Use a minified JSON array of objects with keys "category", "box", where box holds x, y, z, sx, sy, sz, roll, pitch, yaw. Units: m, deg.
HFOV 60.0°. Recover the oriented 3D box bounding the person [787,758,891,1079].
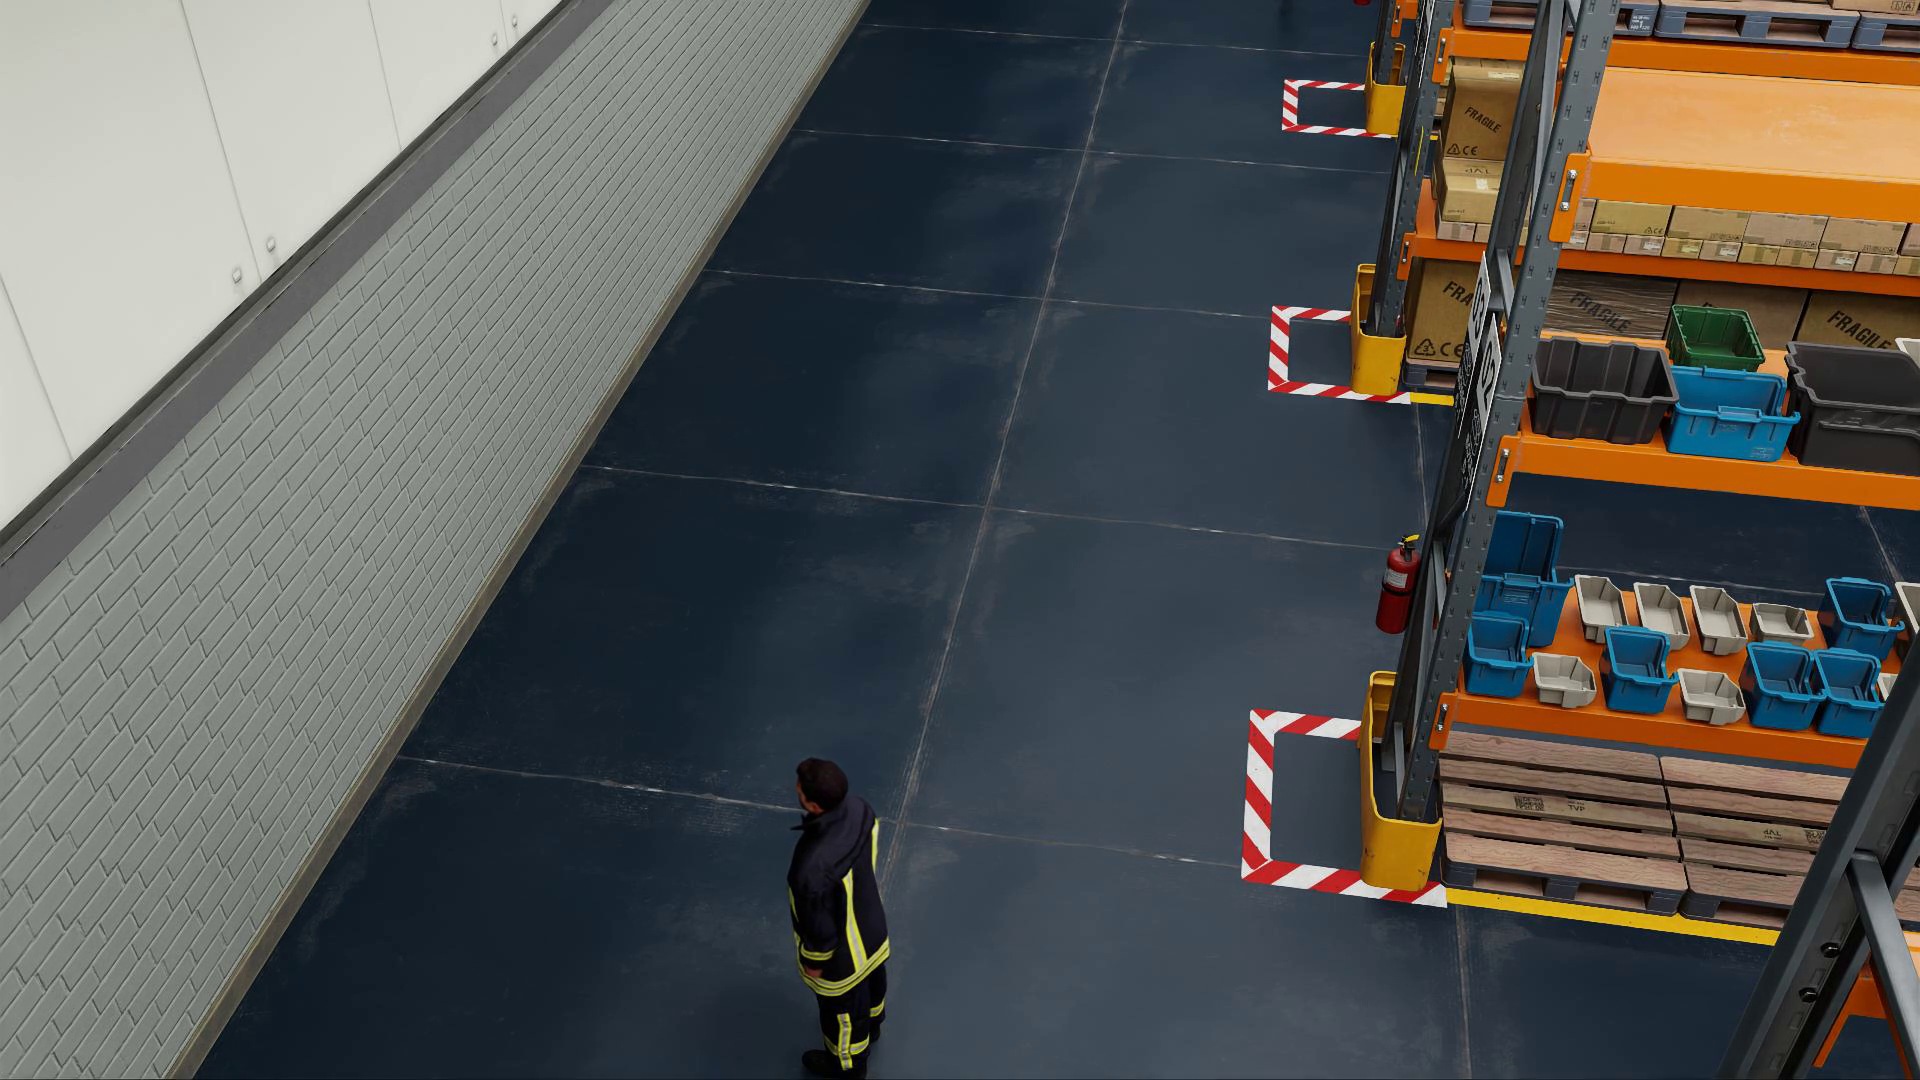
[{"category":"person","box":[-0.529,1.698,7.413,0.728,1.927,0.820,12,39,16]}]
